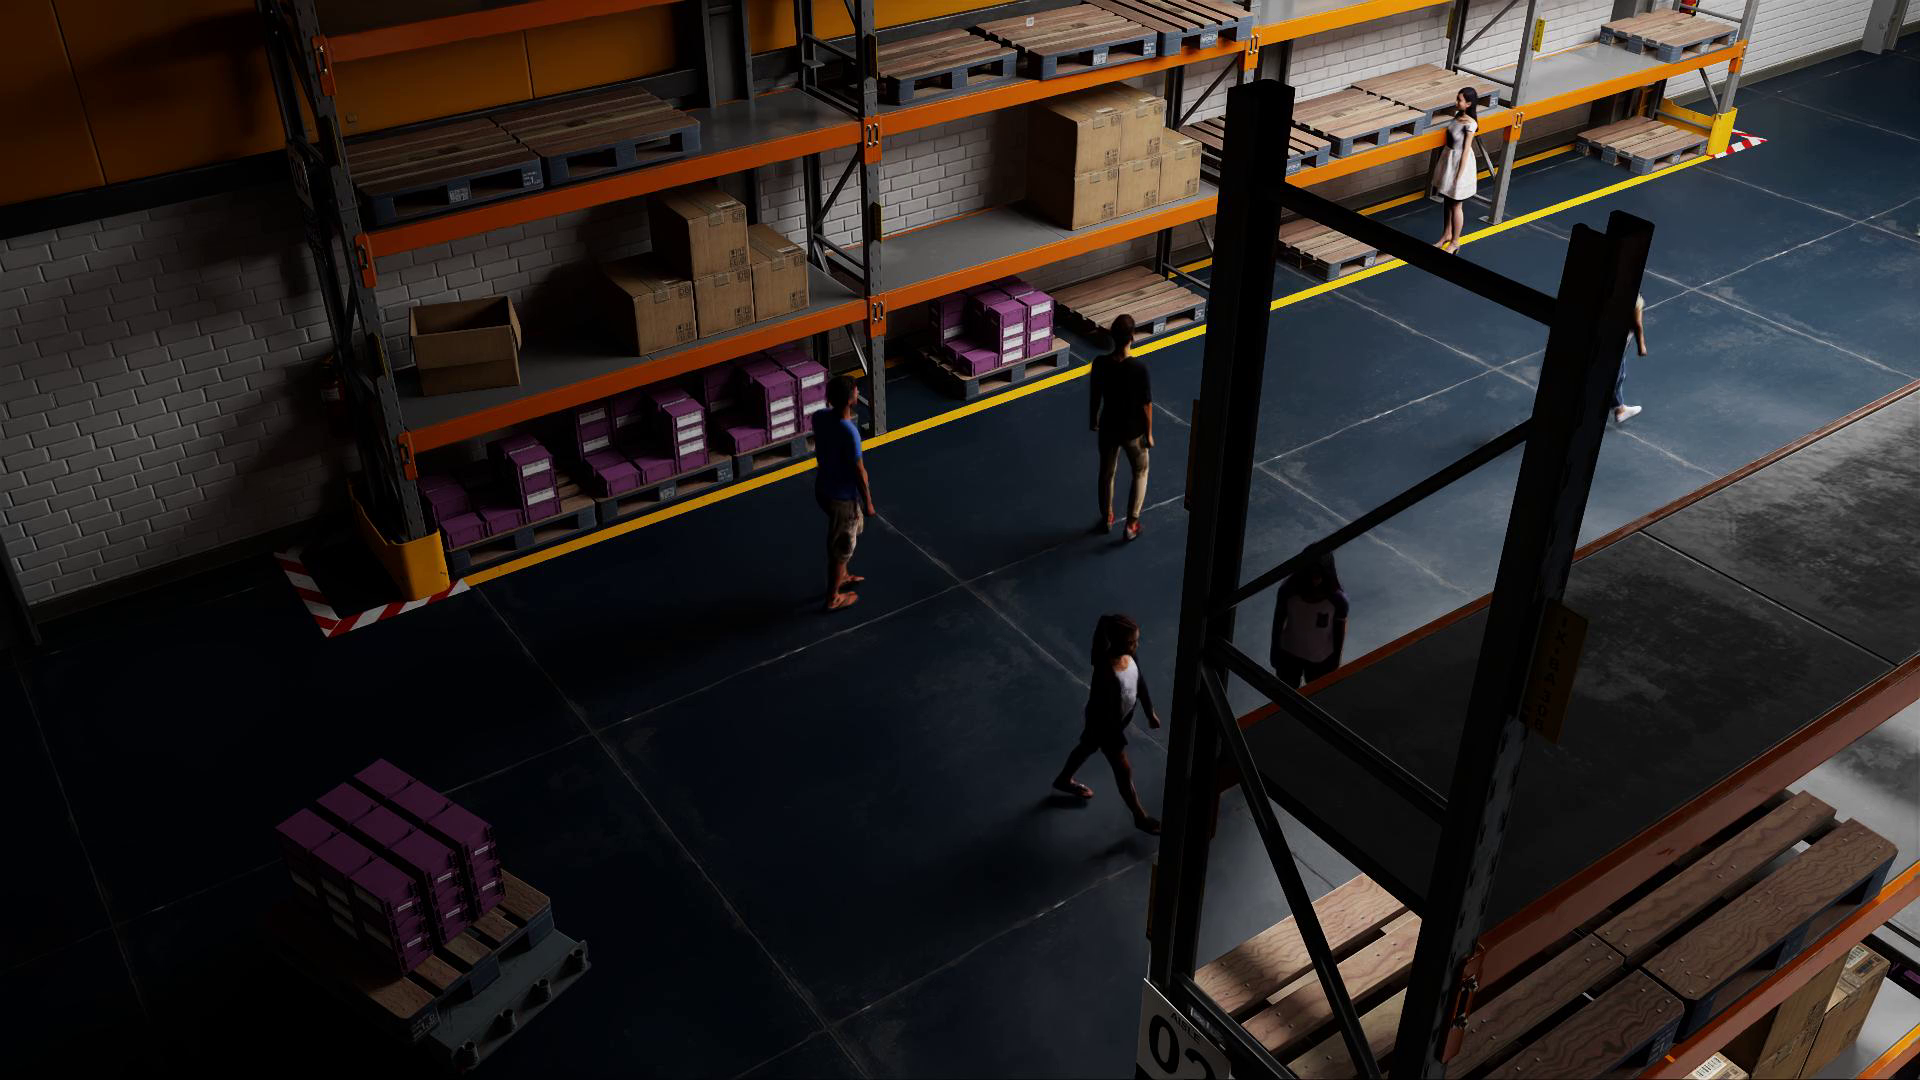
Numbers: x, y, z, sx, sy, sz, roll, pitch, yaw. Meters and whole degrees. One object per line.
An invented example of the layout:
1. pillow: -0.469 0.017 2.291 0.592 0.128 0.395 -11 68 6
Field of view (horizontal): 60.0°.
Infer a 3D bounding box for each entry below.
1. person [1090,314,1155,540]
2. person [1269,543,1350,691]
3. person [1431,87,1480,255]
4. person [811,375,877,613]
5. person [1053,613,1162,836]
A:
1. person: 1.196 -0.808 12.506 0.800 1.853 0.802 15 36 21
2. person: 2.185 0.681 10.416 0.824 1.687 0.901 12 36 18
3. person: 5.082 -3.773 17.042 0.798 1.769 0.775 -3 34 -5
4. person: -0.927 -0.294 11.735 0.696 1.850 0.658 -23 40 -30
5. person: 0.822 1.049 10.019 0.884 1.513 1.069 18 38 25
